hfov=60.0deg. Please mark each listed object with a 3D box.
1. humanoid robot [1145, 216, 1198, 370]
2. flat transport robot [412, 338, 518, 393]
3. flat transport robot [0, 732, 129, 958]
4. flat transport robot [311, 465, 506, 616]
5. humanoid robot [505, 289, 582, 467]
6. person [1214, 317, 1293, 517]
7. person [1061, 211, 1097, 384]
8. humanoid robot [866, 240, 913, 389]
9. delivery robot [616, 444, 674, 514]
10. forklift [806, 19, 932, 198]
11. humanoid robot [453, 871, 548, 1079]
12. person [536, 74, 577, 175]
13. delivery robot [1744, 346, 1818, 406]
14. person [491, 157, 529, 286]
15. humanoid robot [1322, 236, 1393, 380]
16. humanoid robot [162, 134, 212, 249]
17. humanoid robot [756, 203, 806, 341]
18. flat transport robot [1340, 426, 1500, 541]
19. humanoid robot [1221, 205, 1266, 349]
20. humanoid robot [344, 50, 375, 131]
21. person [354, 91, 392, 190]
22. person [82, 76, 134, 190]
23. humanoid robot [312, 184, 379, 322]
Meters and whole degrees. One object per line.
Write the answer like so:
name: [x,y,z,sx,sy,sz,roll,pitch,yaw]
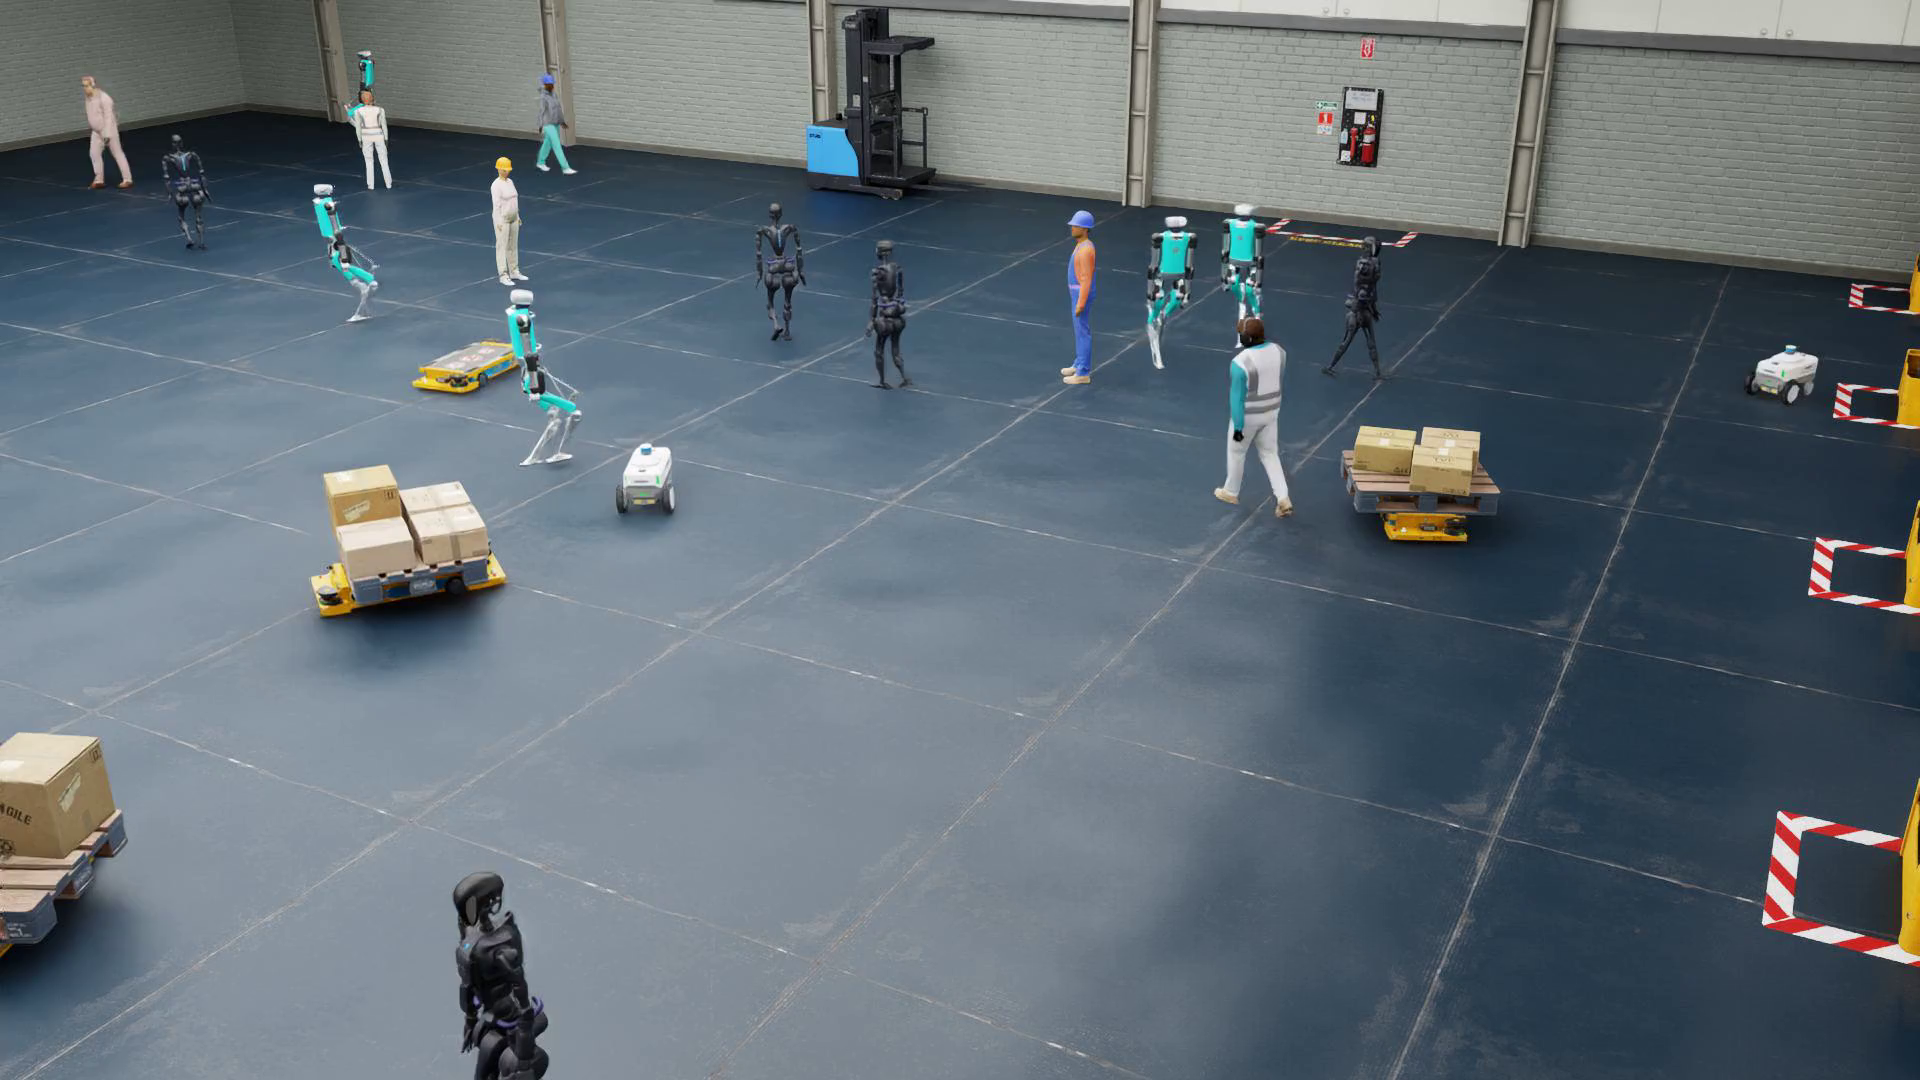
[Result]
humanoid robot: [2.336,-2.861,19.043,0.563,1.835,0.868,-3,23,-7]
flat transport robot: [-5.458,-1.966,18.741,0.659,0.231,1.431,8,25,19]
flat transport robot: [-5.508,2.054,9.380,0.659,0.231,1.431,1,23,2]
flat transport robot: [-4.455,0.305,13.453,1.431,0.231,0.659,-11,26,-24]
humanoid robot: [-3.903,-1.527,15.853,0.737,1.786,0.530,-10,25,-22]
person: [2.649,-1.081,14.749,0.638,1.804,0.877,-13,27,-28]
person: [1.322,-2.676,18.311,0.354,1.911,0.531,0,23,0]
humanoid robot: [-0.784,-2.423,18.044,0.597,1.643,0.613,15,27,31]
delivery robot: [-2.841,-0.561,15.124,0.499,0.608,0.797,0,23,-1]
forklift: [-1.573,-7.292,27.850,1.873,2.768,1.129,12,26,25]
humanoid robot: [-1.998,2.186,7.291,0.315,1.652,0.602,-21,31,-40]
person: [-7.256,-7.379,29.487,0.910,1.729,0.552,8,24,18]
delivery robot: [8.940,-1.807,17.996,0.765,0.586,0.499,-16,28,-32]
person: [-6.084,-4.285,22.334,0.327,1.691,0.473,8,25,19]
humanoid robot: [4.461,-2.555,18.386,0.791,1.620,0.614,17,28,34]
humanoid robot: [-11.208,-5.052,24.139,0.609,1.642,0.375,-18,29,-35]
humanoid robot: [-2.117,-3.168,19.753,0.610,1.640,0.423,-7,24,-17]
flat transport robot: [4.084,-0.338,14.949,0.659,0.231,1.431,1,23,3]
humanoid robot: [3.365,-3.057,19.435,0.532,1.797,0.740,14,27,30]
humanoid robot: [-11.631,-8.592,32.137,0.735,1.677,0.533,1,23,3]
person: [-9.950,-6.772,28.205,0.508,1.629,0.314,-9,25,-19]
person: [-14.536,-6.860,28.097,0.654,1.875,0.845,13,26,27]
humanoid robot: [-7.494,-3.464,20.524,0.720,1.903,0.550,-18,29,-36]
